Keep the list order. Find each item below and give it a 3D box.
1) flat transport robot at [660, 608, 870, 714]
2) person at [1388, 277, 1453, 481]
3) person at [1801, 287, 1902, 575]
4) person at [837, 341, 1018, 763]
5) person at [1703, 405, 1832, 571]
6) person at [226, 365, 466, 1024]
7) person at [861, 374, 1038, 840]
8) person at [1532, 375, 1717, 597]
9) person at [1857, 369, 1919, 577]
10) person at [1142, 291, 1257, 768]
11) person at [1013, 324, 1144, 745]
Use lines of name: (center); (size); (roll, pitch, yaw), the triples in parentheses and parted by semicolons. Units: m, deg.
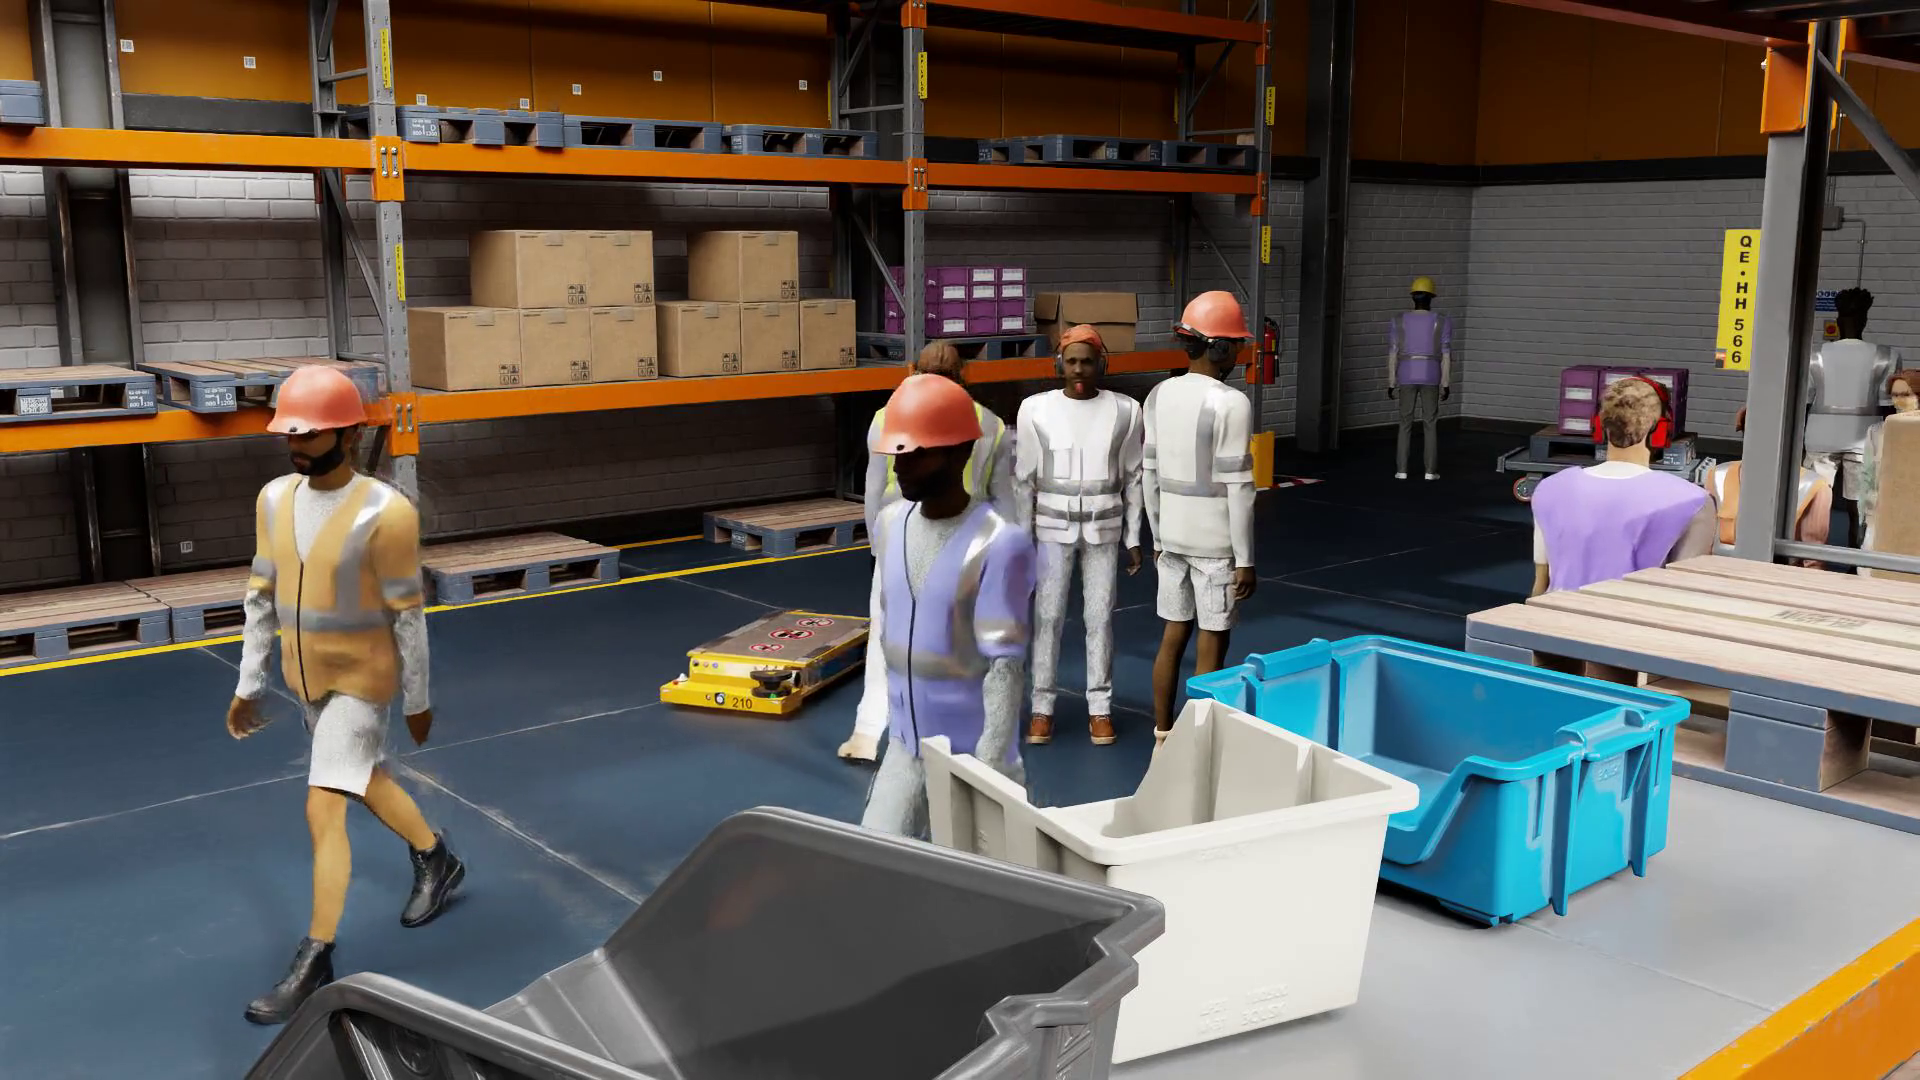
flat transport robot: (-0.889, 0.593, 8.525); (0.652, 0.197, 1.431); (4, 11, 20)
person: (4.327, -1.508, 15.681); (0.585, 1.917, 0.381); (3, 11, 19)
person: (5.536, -0.596, 10.432); (0.603, 1.967, 0.368); (5, 11, 28)
person: (-0.144, 0.067, 7.180); (0.826, 1.813, 0.533); (-2, 10, -13)
person: (3.127, 0.261, 6.549); (0.309, 1.641, 0.514); (-9, 13, -40)
person: (-1.856, 0.398, 5.102); (0.548, 1.896, 0.988); (5, 11, 25)
person: (-0.115, 0.534, 4.289); (0.574, 1.896, 0.930); (9, 14, 41)
person: (2.002, 0.419, 5.125); (0.386, 1.837, 0.563); (-9, 14, -42)
person: (4.783, -0.057, 8.384); (0.605, 1.620, 0.527); (-6, 12, -29)
person: (1.014, 0.003, 6.863); (0.374, 2.042, 0.615); (-6, 12, -31)
person: (0.526, -0.016, 7.414); (0.585, 1.882, 0.337); (0, 10, 1)
